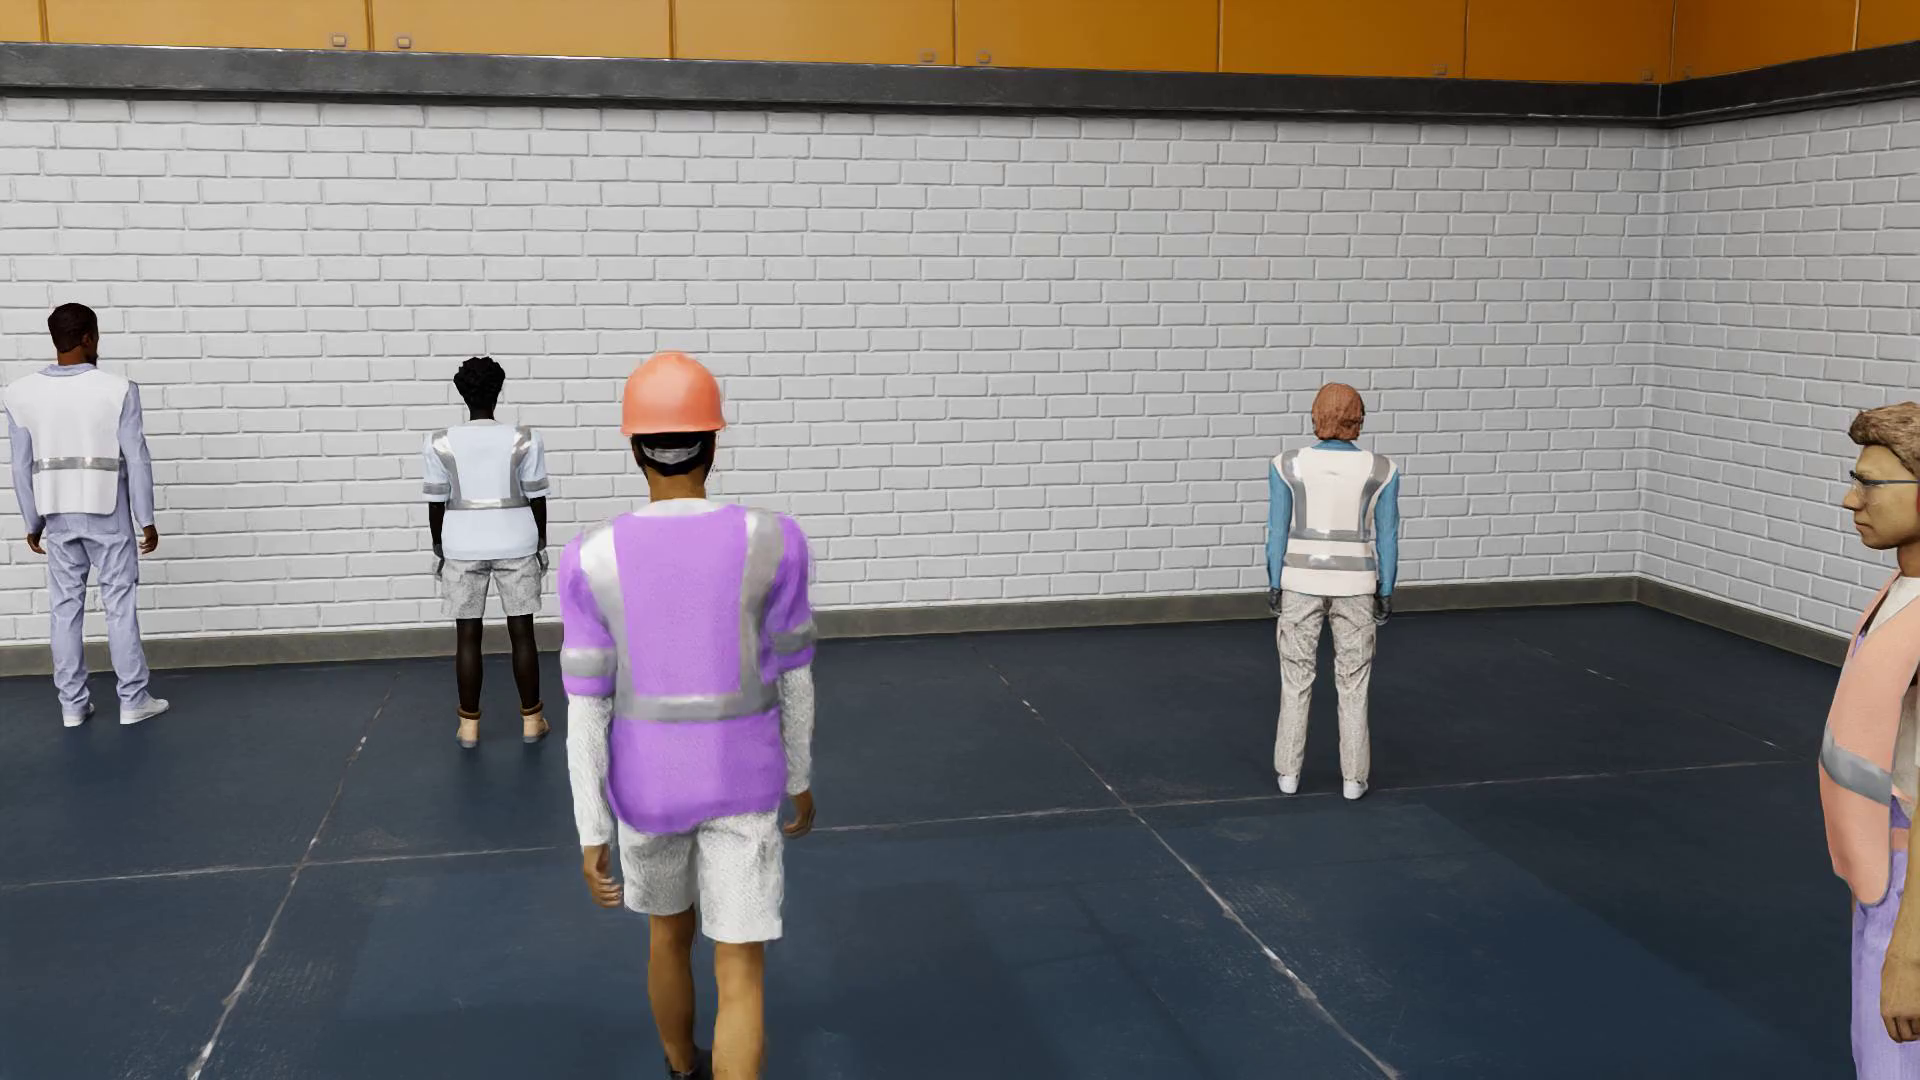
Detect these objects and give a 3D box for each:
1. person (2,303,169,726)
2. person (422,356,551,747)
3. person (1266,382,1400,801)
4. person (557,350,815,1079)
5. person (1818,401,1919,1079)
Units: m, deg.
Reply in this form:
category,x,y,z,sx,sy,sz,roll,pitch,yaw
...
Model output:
category,x,y,z,sx,sy,sz,roll,pitch,yaw
person,-3.940,-0.104,7.502,0.587,1.914,0.390,-1,9,-6
person,-2.032,0.056,7.194,0.532,1.693,0.319,-2,10,-14
person,1.444,0.204,6.487,0.508,1.628,0.321,2,10,11
person,-0.585,0.541,3.627,0.542,1.909,0.961,-1,9,-4
person,1.766,0.666,3.057,0.389,1.837,0.560,4,10,25
